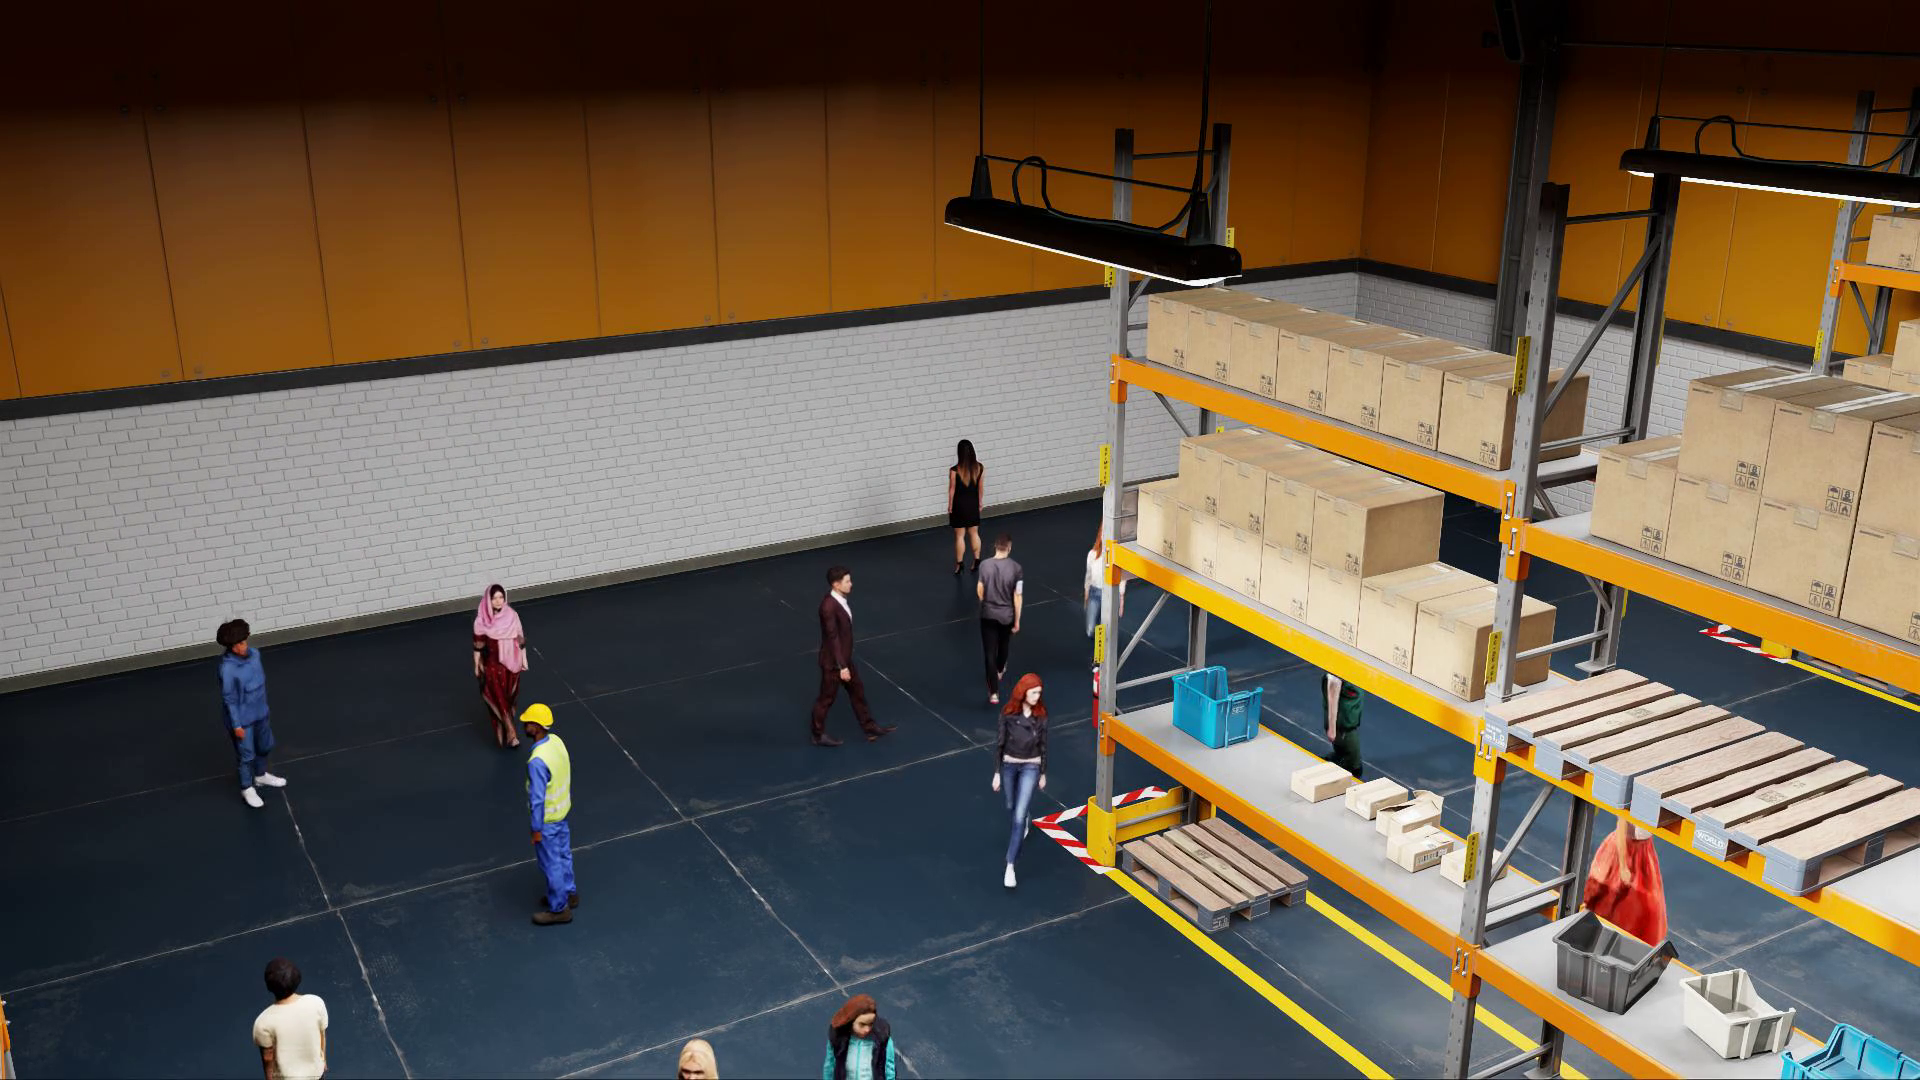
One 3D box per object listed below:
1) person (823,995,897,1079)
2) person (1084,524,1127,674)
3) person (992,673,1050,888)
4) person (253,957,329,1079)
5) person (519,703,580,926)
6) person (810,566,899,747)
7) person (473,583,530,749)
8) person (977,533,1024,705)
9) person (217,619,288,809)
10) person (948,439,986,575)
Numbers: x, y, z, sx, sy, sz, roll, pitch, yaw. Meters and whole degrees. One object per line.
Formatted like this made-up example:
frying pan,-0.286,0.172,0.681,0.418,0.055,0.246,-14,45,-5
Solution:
person,-0.565,3.299,9.943,0.803,1.467,0.859,4,19,12
person,1.532,0.611,17.533,0.735,1.718,0.794,5,19,13
person,0.501,1.897,13.678,1.091,1.741,1.262,3,19,8
person,-3.964,3.223,9.978,0.627,1.589,0.556,-15,24,-37
person,-3.189,2.110,12.932,0.817,1.812,0.716,2,19,5
person,-1.266,1.126,15.824,1.154,1.833,1.146,2,19,7
person,-4.463,1.169,16.038,0.756,1.614,1.125,-14,23,-35
person,0.363,0.835,16.885,1.052,1.707,1.257,1,19,4
person,-6.353,1.514,14.748,0.951,1.784,0.901,1,19,3
person,0.077,-0.397,20.533,0.626,1.712,0.590,-10,21,-27
